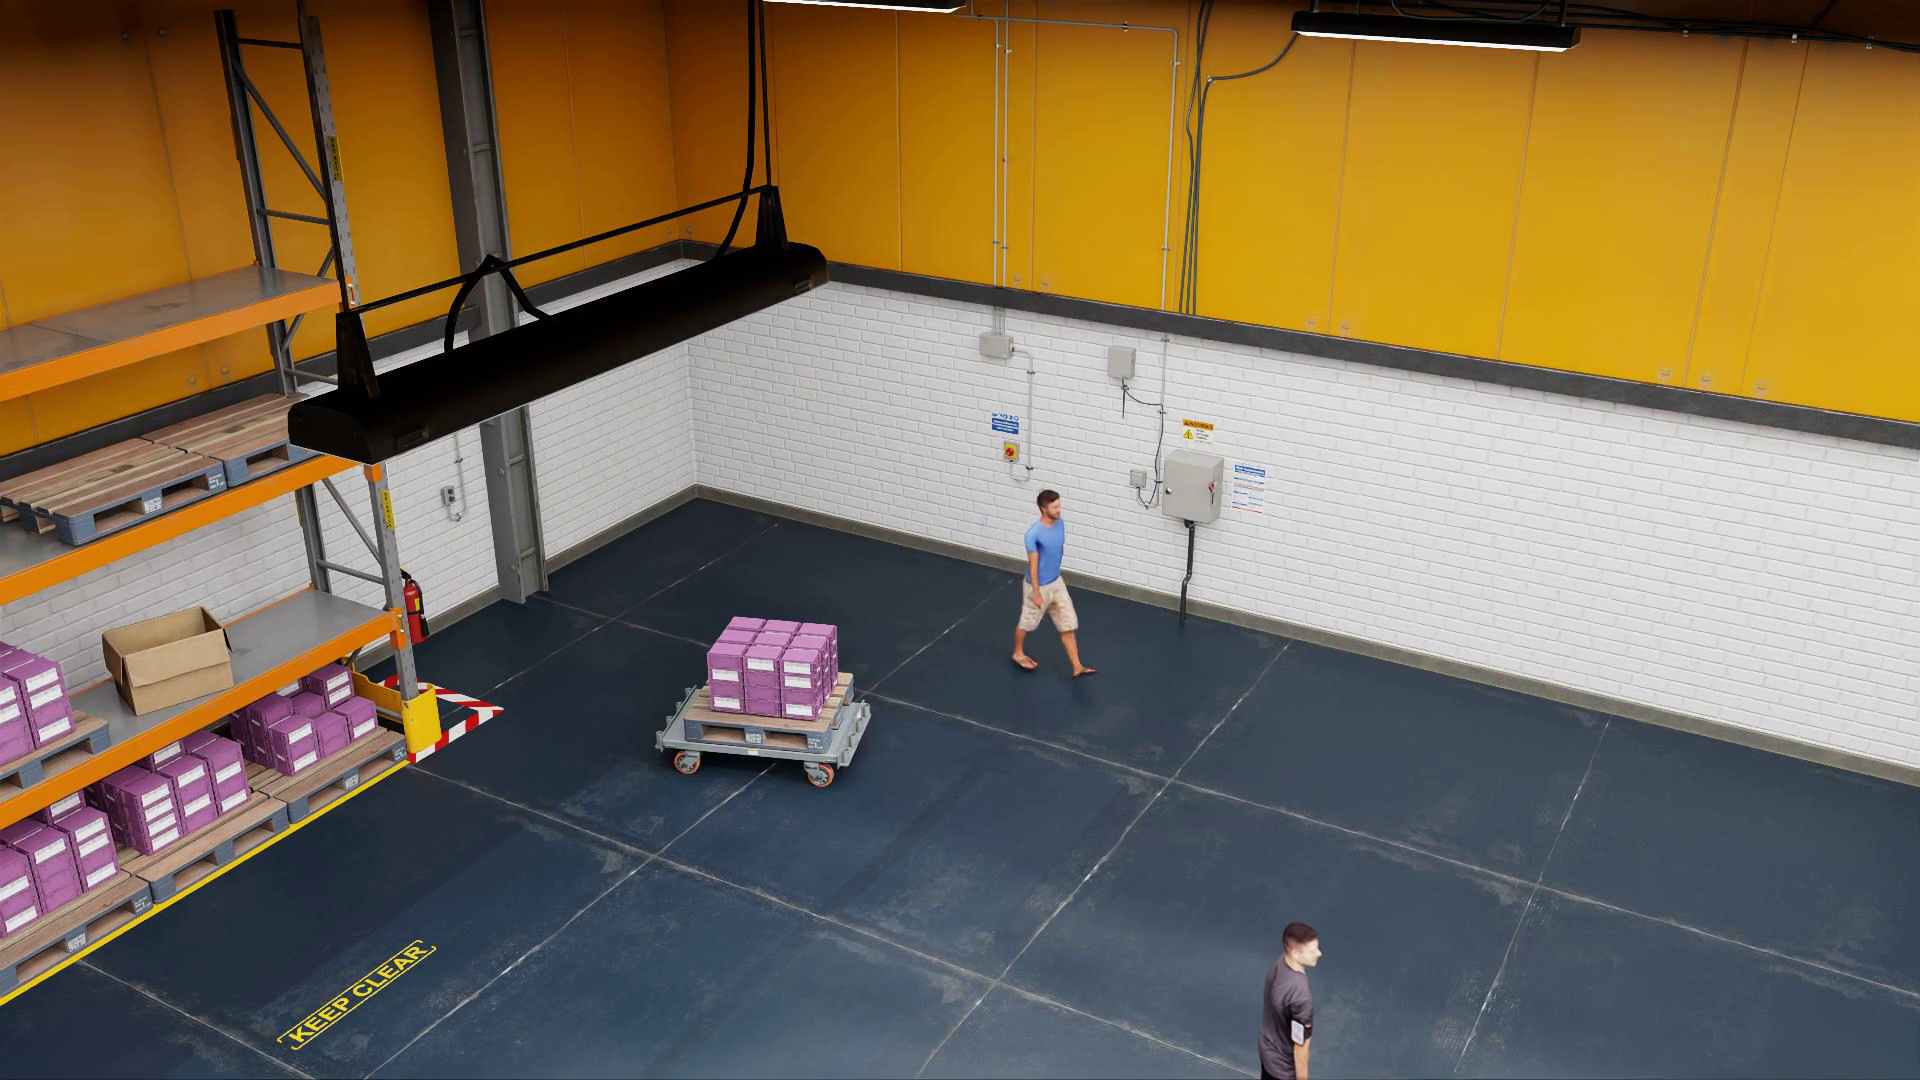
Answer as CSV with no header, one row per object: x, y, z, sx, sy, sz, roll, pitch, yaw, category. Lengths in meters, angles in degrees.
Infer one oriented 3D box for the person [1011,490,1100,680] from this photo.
0.692,0.385,15.161,1.212,1.821,0.950,-21,31,-39,person

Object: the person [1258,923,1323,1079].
1.839,2.928,9.418,0.778,1.762,0.677,-2,24,-4,person
